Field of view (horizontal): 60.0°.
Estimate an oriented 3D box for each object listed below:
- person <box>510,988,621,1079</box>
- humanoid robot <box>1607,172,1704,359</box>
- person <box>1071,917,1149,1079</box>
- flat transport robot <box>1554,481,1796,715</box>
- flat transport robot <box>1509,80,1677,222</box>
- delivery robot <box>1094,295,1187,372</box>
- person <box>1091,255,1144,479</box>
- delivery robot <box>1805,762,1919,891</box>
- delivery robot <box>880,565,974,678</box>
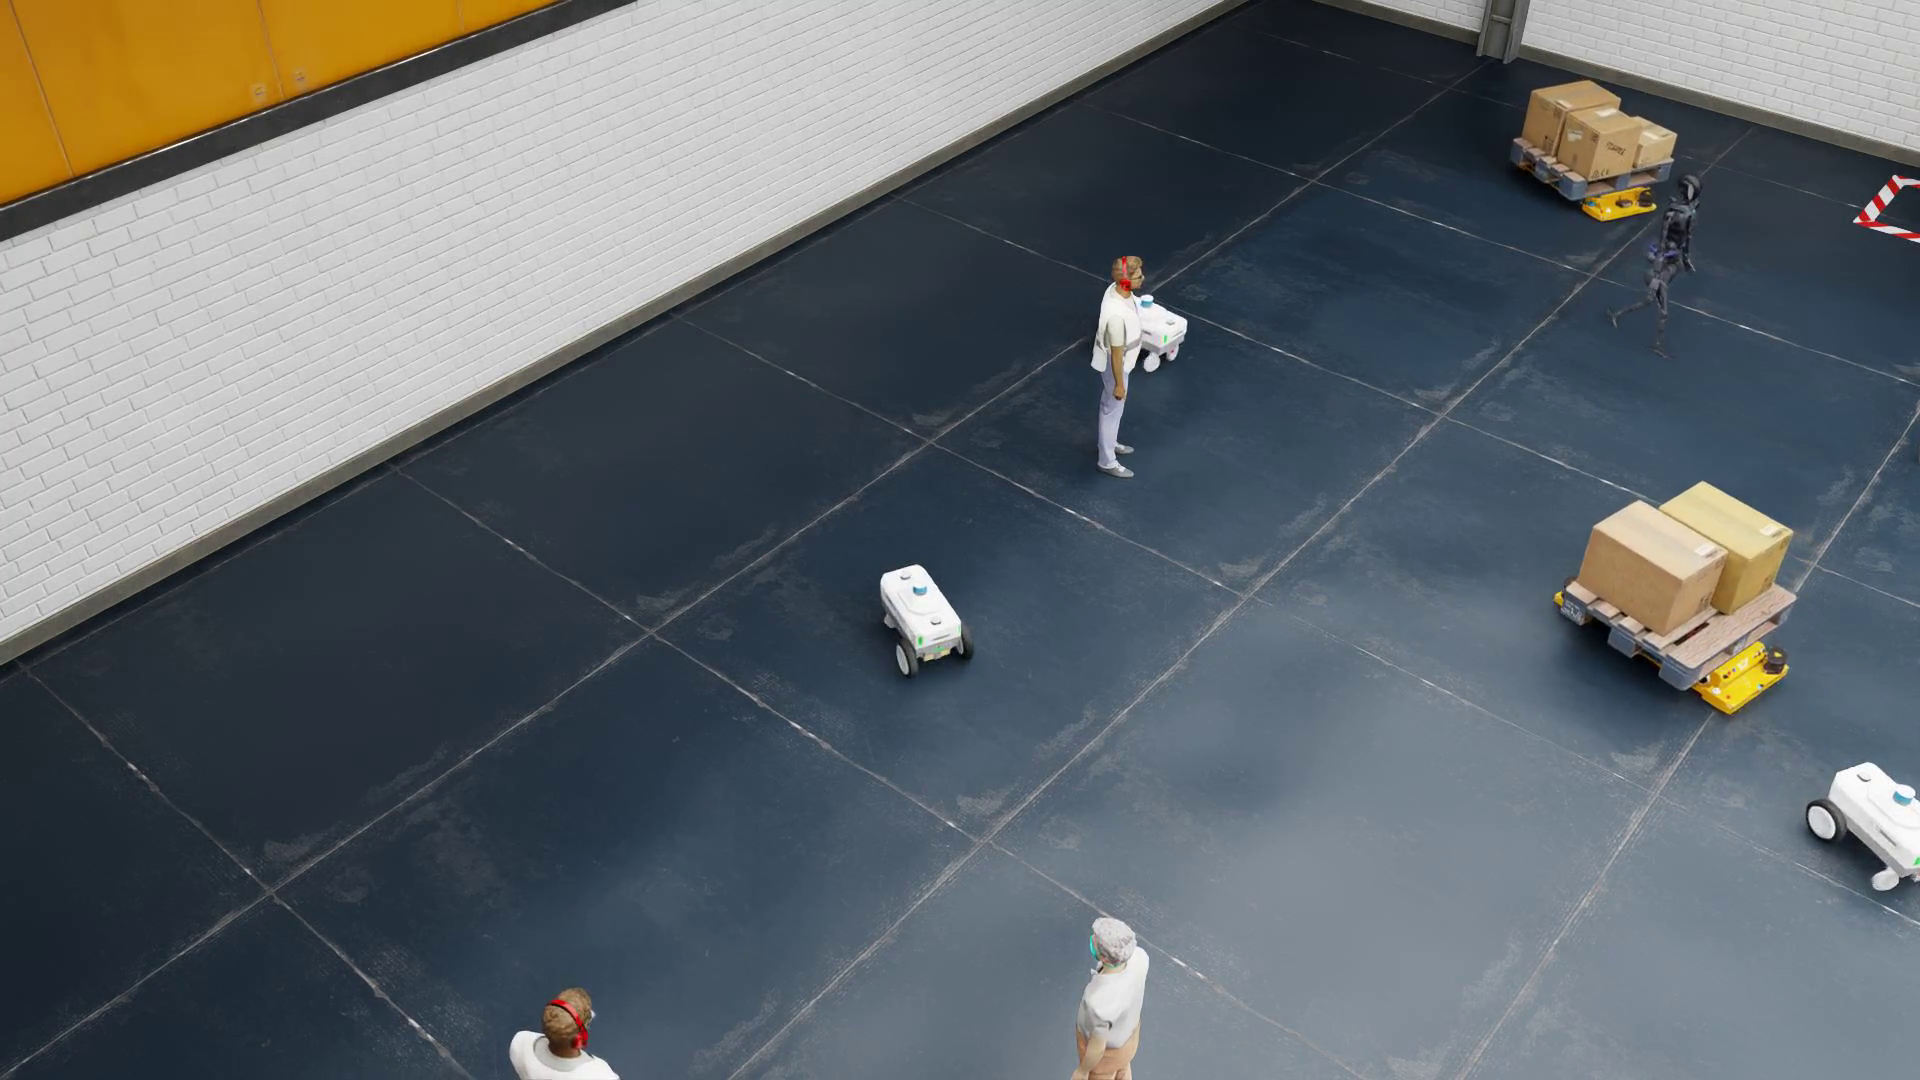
[{"bbox_3d":[-1.734,2.730,7.656,0.566,1.832,0.409,17,42,20],"label":"person"},{"bbox_3d":[5.970,-2.378,14.157,0.588,1.654,0.738,-31,48,-32],"label":"humanoid robot"},{"bbox_3d":[0.705,2.428,8.094,0.321,1.747,0.474,21,43,24],"label":"person"},{"bbox_3d":[4.916,0.616,11.522,0.659,0.231,1.431,-25,45,-27],"label":"flat transport robot"},{"bbox_3d":[6.314,-3.655,16.824,0.659,0.231,1.431,-14,41,-17],"label":"flat transport robot"},{"bbox_3d":[1.563,-1.836,14.353,0.785,0.614,0.508,31,48,32],"label":"delivery robot"},{"bbox_3d":[1.195,-1.333,12.681,0.387,1.849,0.566,4,39,4],"label":"person"},{"bbox_3d":[5.531,1.690,9.955,0.521,0.588,0.760,-14,41,-17],"label":"delivery robot"},{"bbox_3d":[-0.247,0.545,11.396,0.520,0.612,0.783,-16,42,-19],"label":"delivery robot"}]
